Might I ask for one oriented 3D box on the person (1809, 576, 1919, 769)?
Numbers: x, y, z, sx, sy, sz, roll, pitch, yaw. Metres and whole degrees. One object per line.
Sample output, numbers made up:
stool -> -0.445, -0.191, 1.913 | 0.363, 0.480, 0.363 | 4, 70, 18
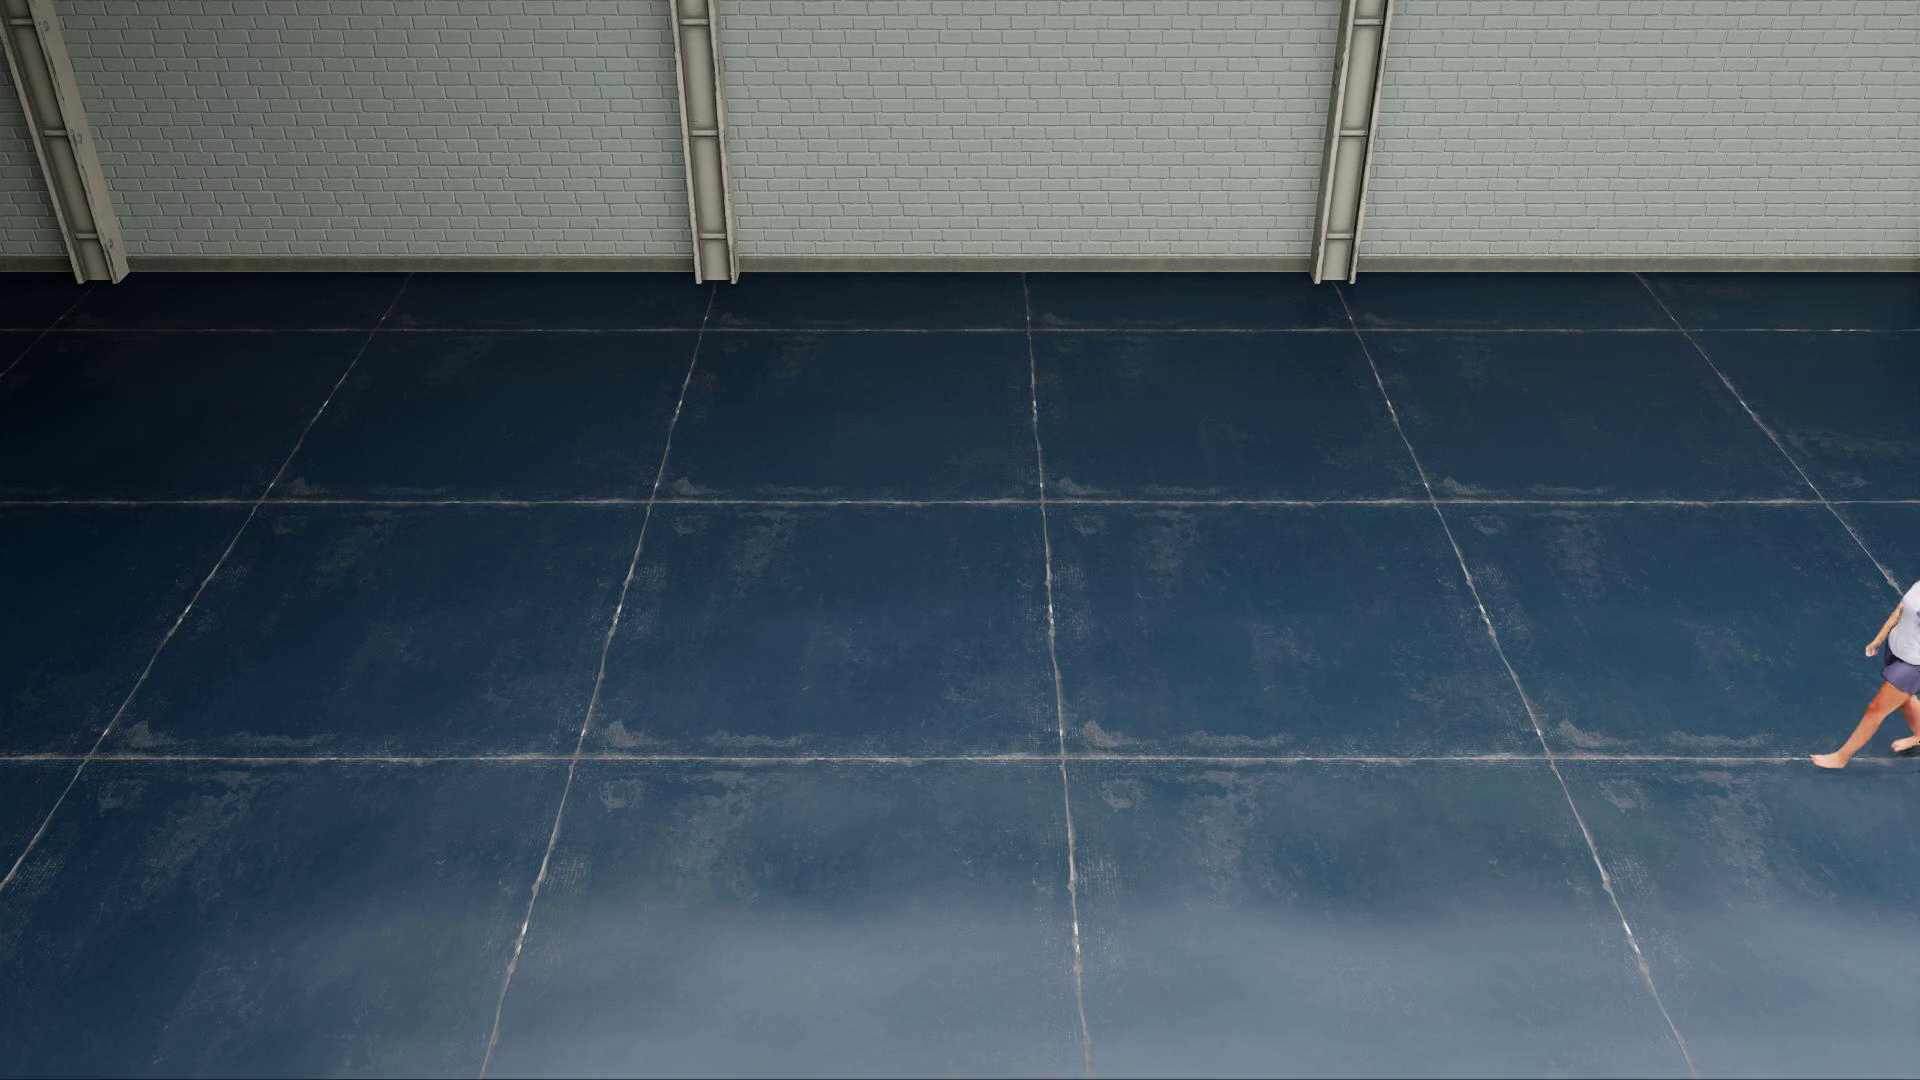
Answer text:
person -> 5.664, 0.687, 9.782 | 1.002, 1.582, 0.557 | -1, 33, -1
